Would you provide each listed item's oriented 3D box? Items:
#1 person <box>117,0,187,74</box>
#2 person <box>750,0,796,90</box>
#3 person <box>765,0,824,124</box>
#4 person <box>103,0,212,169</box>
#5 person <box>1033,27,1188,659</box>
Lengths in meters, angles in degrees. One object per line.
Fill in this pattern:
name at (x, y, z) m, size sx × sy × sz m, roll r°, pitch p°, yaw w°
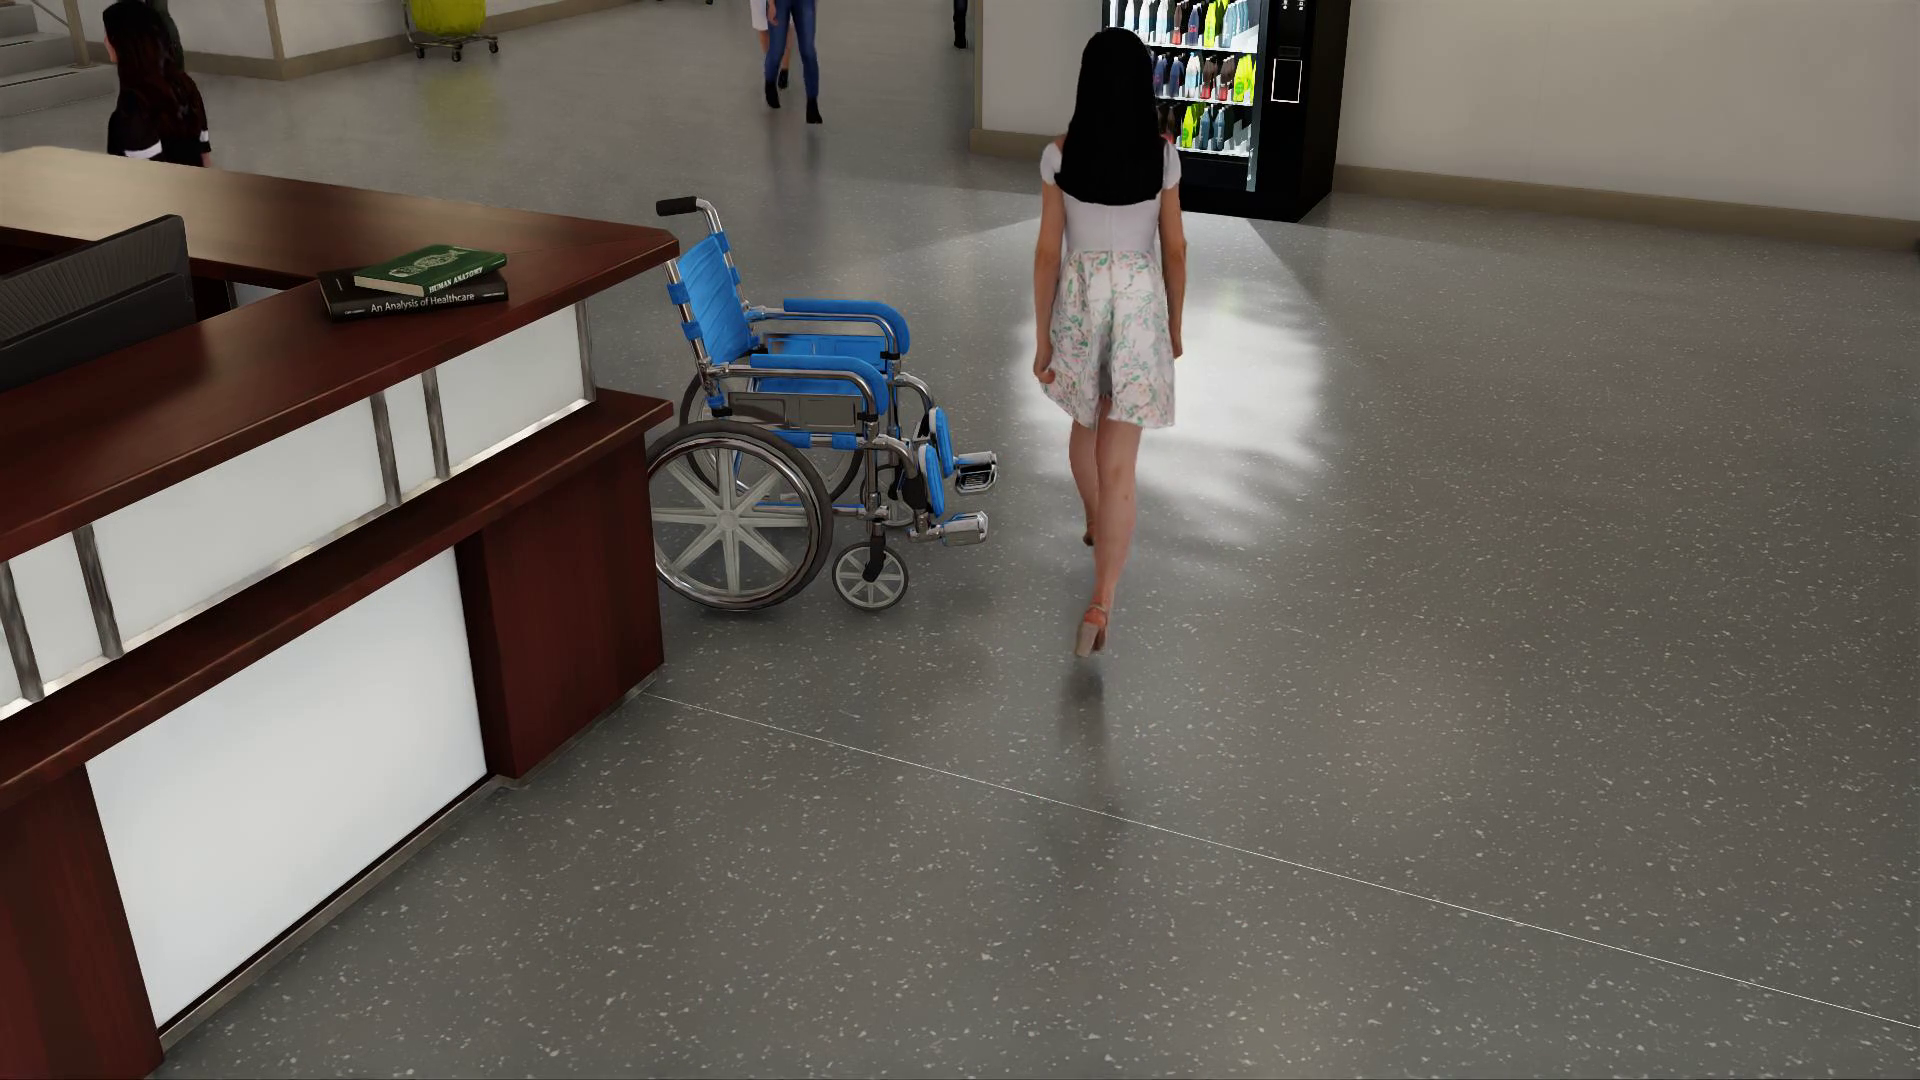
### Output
person at (-6.287, -4.339, 12.793) m, size 0.750 × 1.638 × 0.657 m, roll 21°, pitch 33°, yaw 37°
person at (-1.462, -4.253, 12.744) m, size 0.893 × 1.526 × 0.849 m, roll -1°, pitch 26°, yaw -1°
person at (-1.216, -3.716, 11.554) m, size 1.052 × 1.593 × 1.141 m, roll -11°, pitch 28°, yaw -21°
person at (-2.844, -1.164, 6.234) m, size 1.056 × 1.617 × 0.826 m, roll 2°, pitch 26°, yaw 5°
person at (0.430, -0.497, 4.733) m, size 1.186 × 1.719 × 0.920 m, roll 2°, pitch 26°, yaw 4°
